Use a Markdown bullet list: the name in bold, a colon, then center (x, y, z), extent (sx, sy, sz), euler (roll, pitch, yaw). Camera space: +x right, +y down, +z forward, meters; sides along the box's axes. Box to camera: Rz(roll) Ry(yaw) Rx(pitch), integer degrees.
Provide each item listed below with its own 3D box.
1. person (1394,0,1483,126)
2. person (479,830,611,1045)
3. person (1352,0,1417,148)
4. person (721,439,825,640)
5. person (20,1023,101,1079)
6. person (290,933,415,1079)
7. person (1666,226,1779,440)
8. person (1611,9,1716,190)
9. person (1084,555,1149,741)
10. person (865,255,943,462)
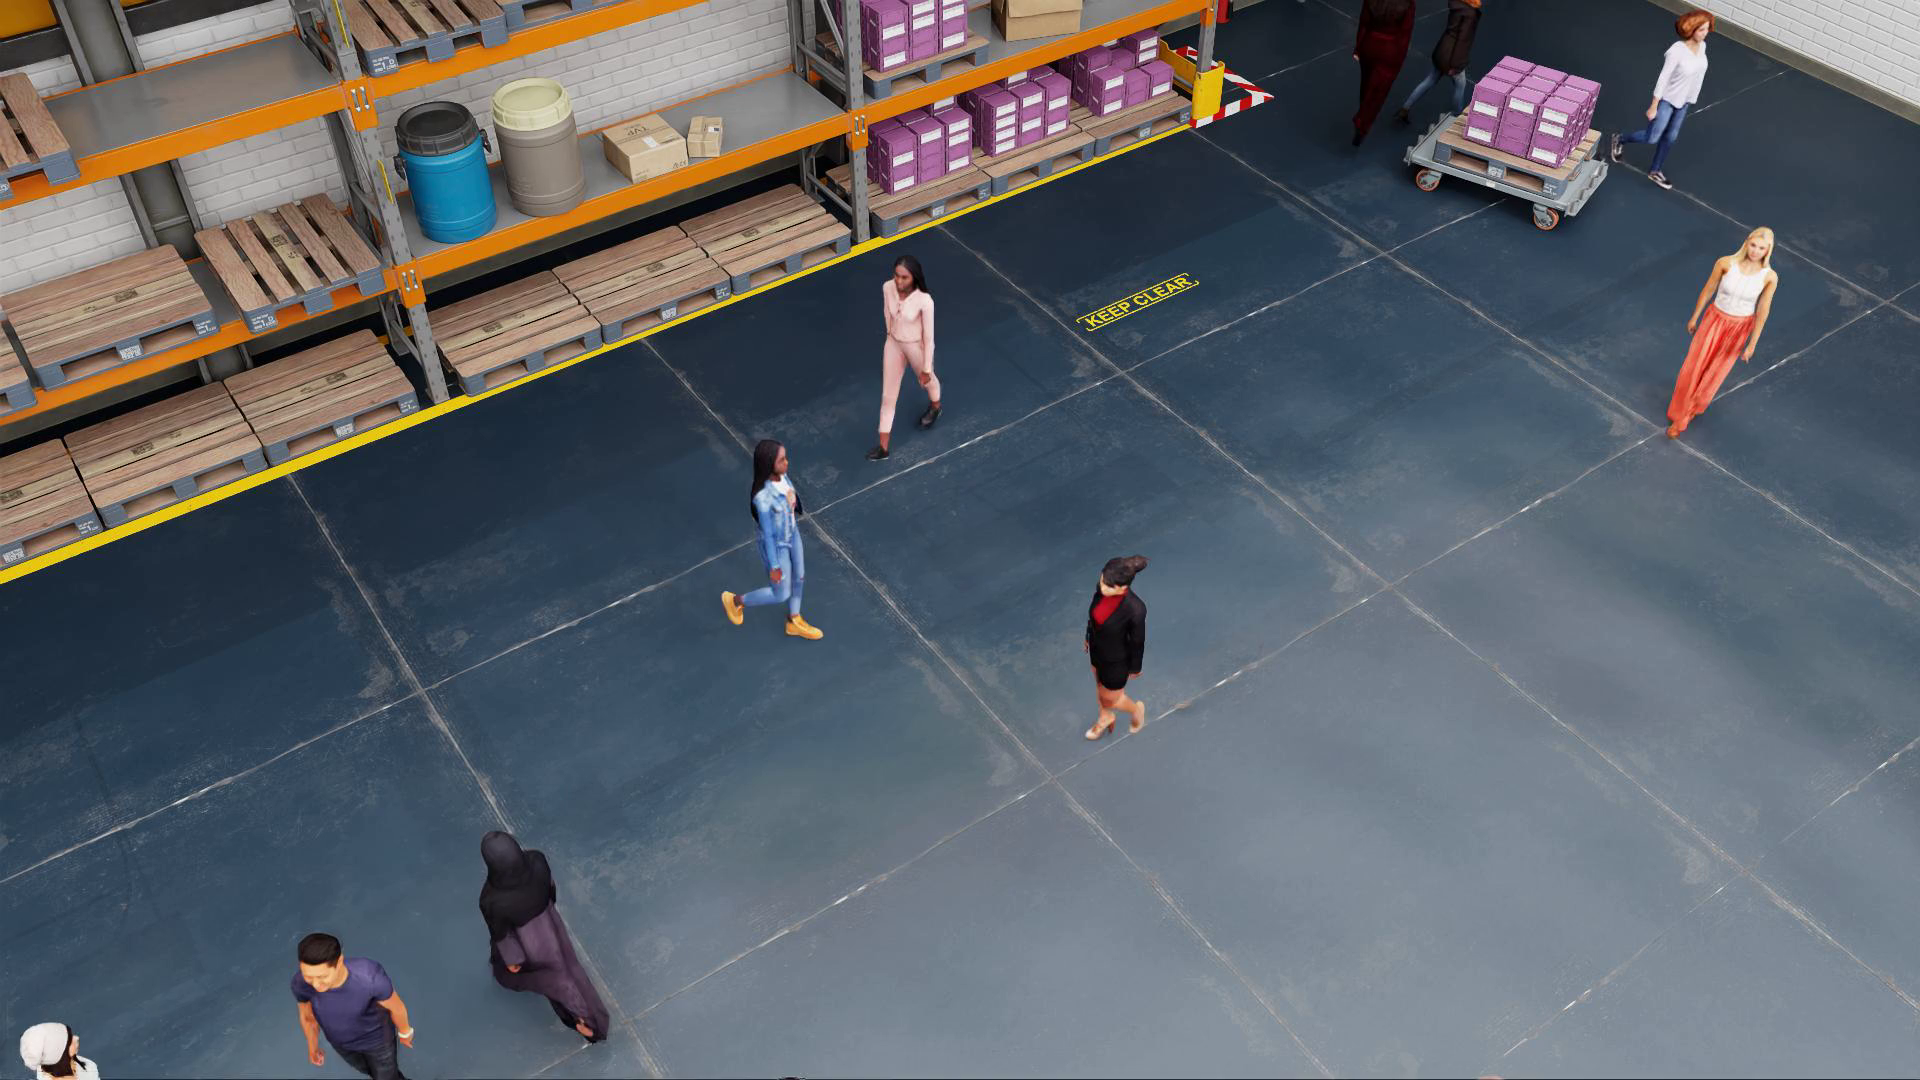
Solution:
- **person**: center (4.608, -4.620, 15.830), extent (1.182, 1.599, 0.985), euler (-6, 44, -6)
- **person**: center (-2.229, 2.096, 8.777), extent (0.822, 1.605, 1.126), euler (32, 52, 29)
- **person**: center (3.926, -4.517, 15.637), extent (0.952, 1.718, 1.205), euler (24, 48, 23)
- **person**: center (-1.277, 0.033, 10.877), extent (1.003, 1.694, 0.952), euler (8, 44, 8)
- **person**: center (-4.228, 2.854, 7.976), extent (1.000, 1.613, 0.650), euler (-20, 47, -20)
- **person**: center (-2.968, 2.388, 8.344), extent (0.749, 1.779, 0.815), euler (6, 44, 6)
- **person**: center (5.796, -1.638, 12.566), extent (0.882, 1.785, 1.019), euler (21, 47, 20)
- **person**: center (6.439, -4.077, 15.192), extent (0.859, 1.693, 0.754), euler (-21, 48, -21)
- **person**: center (0.996, 0.676, 10.248), extent (0.675, 1.632, 0.600), euler (-22, 48, -21)
- **person**: center (-0.320, -1.430, 12.434), extent (0.966, 1.666, 1.270), euler (23, 48, 22)
